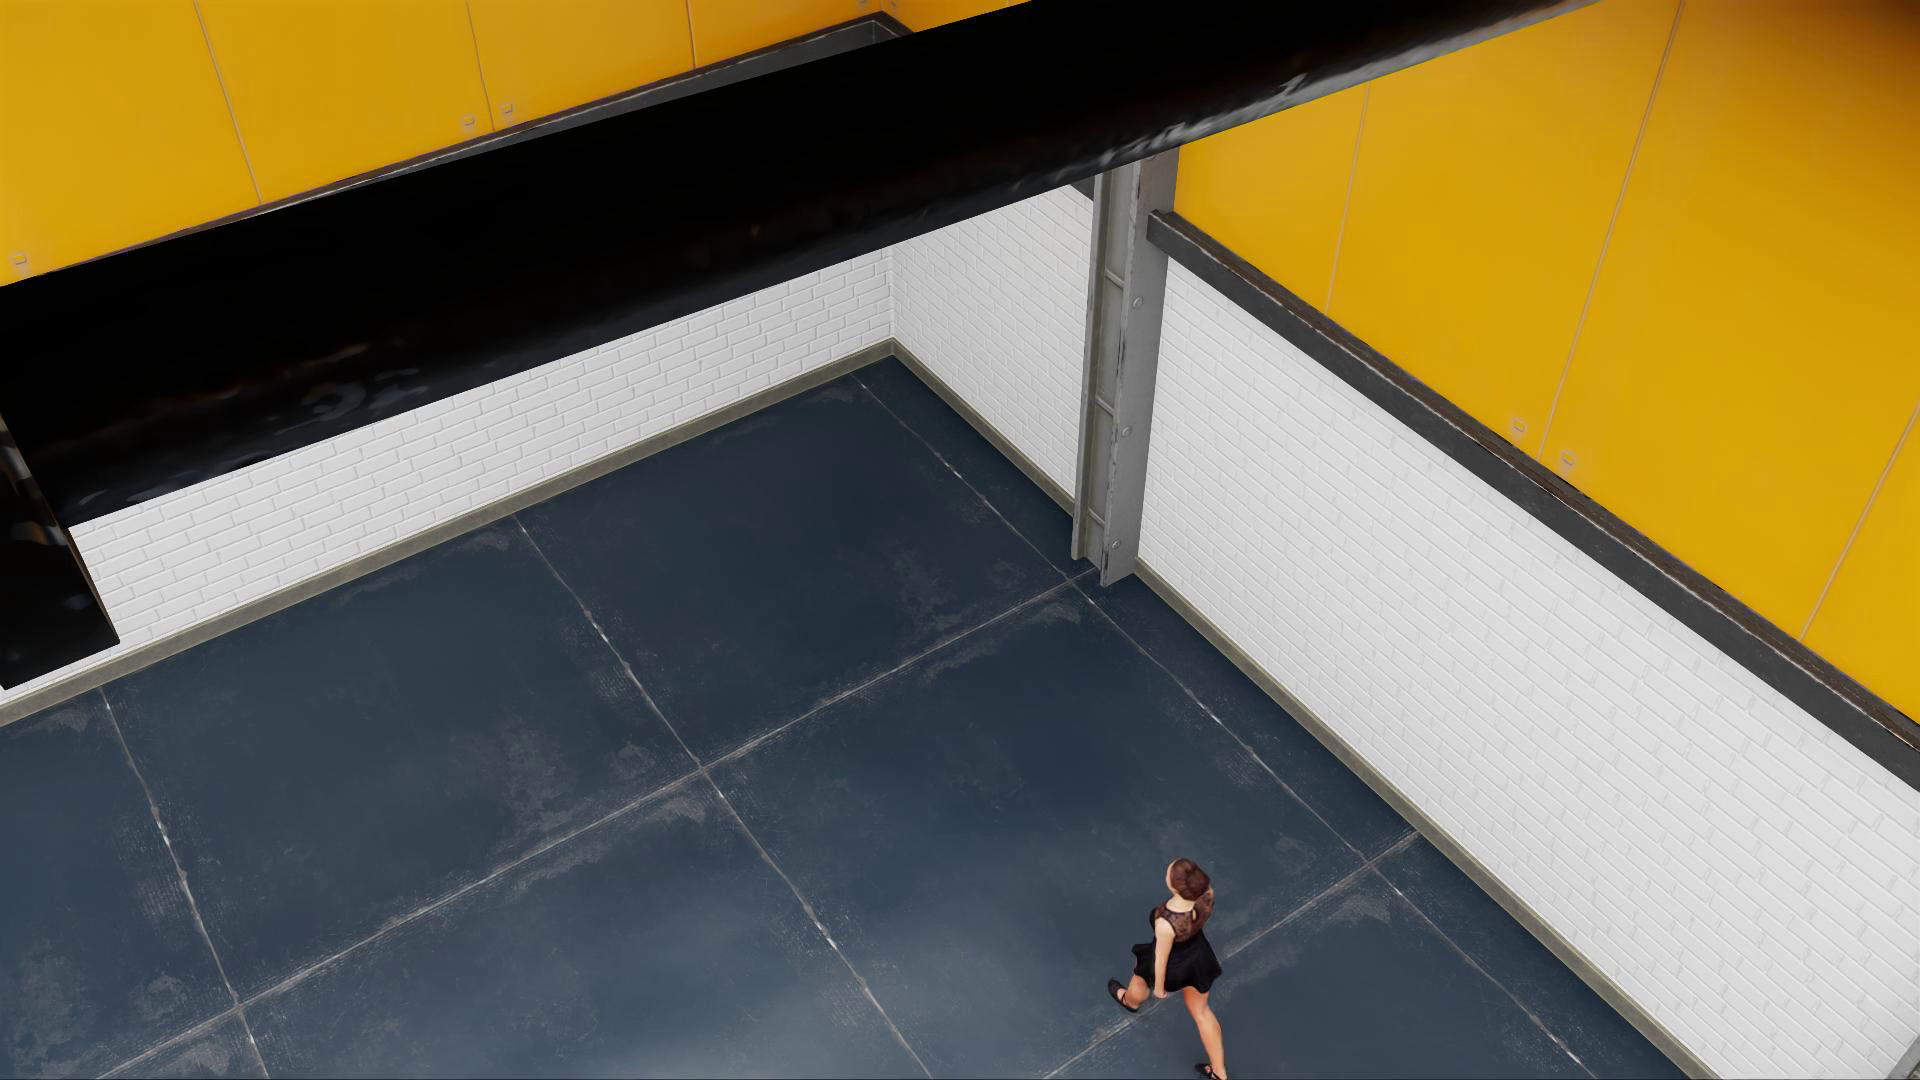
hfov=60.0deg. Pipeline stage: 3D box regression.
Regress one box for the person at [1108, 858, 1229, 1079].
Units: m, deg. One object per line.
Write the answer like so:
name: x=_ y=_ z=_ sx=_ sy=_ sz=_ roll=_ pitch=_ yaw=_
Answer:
person: x=1.206 y=2.265 z=8.733 sx=0.594 sy=1.634 sz=1.122 roll=-28 pitch=50 yaw=-26
